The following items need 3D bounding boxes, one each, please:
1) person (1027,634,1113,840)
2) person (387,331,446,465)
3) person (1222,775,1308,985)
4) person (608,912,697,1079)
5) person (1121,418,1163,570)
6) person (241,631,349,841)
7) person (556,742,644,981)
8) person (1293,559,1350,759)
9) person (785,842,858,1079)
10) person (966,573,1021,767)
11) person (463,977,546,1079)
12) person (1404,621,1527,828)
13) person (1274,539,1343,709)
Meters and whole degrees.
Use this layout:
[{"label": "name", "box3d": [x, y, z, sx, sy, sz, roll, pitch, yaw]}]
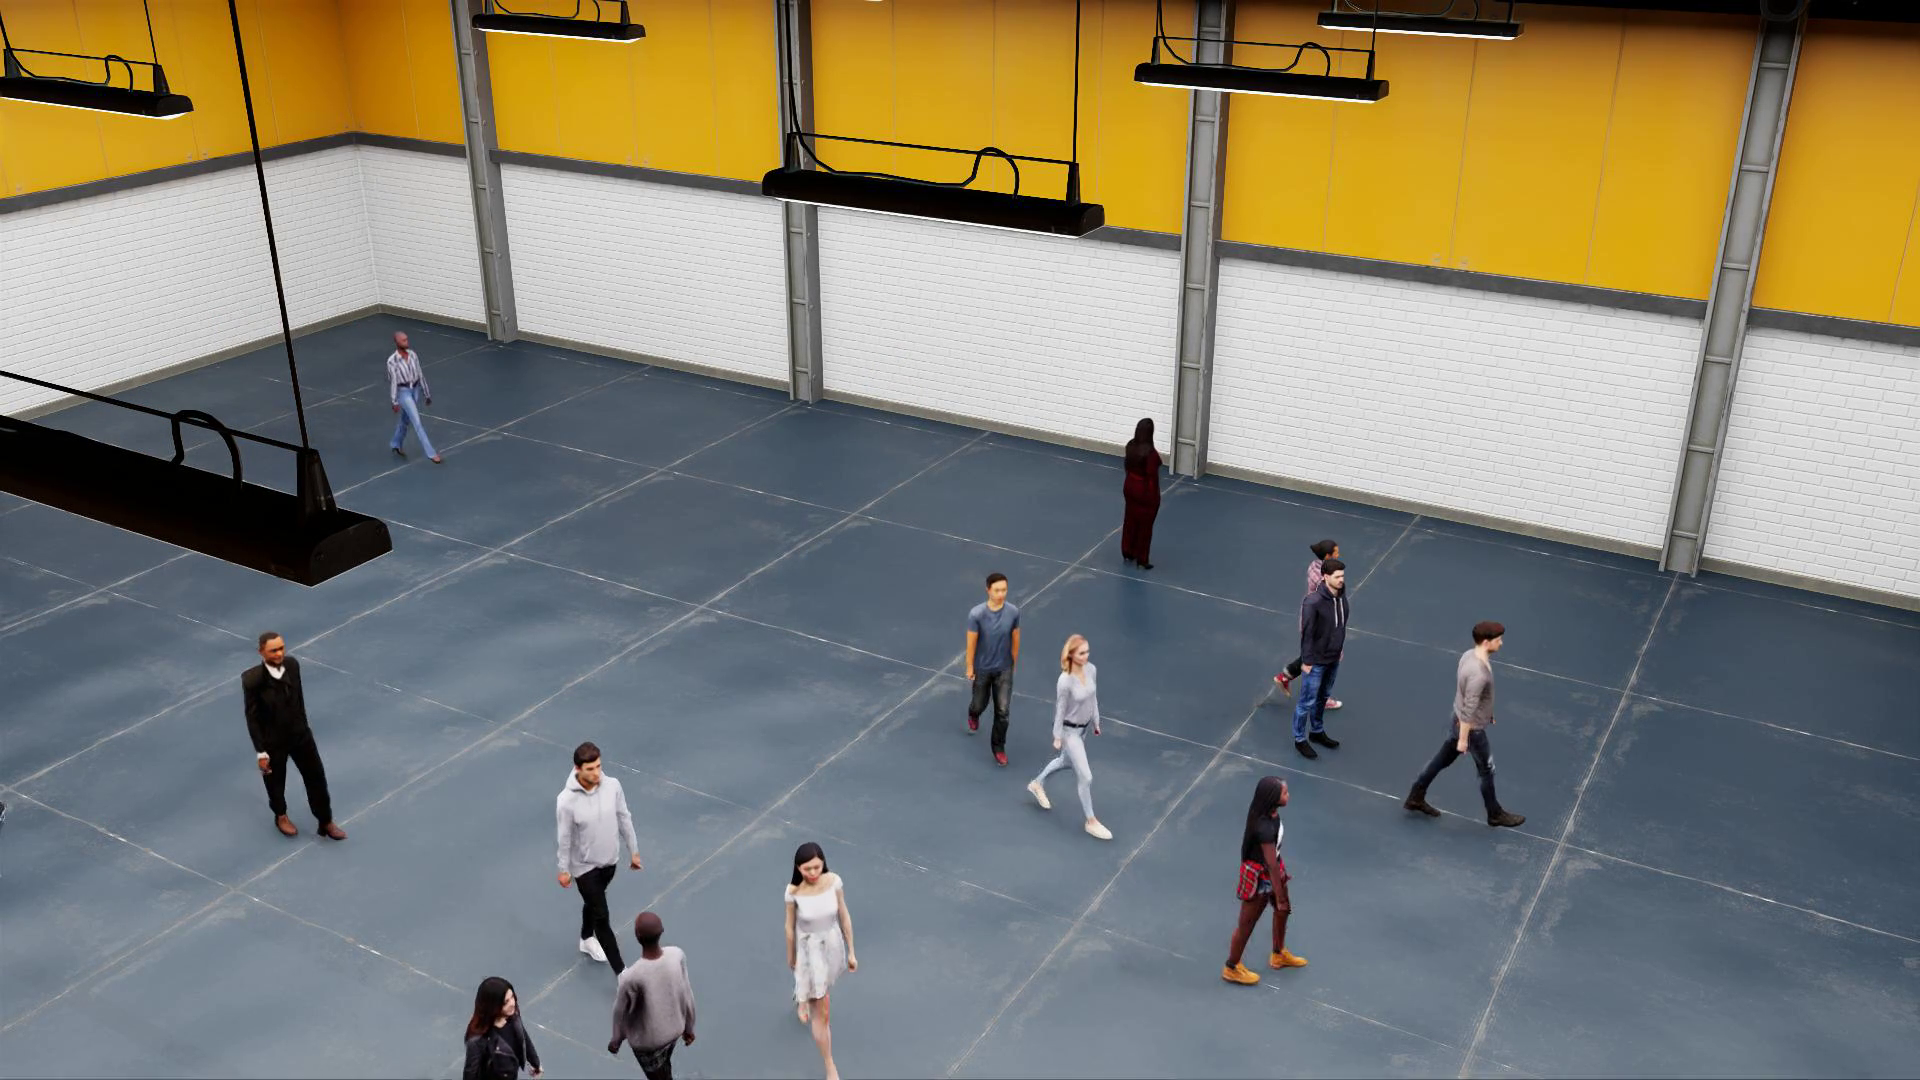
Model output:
[{"label": "person", "box3d": [0.886, 1.574, 13.795, 1.209, 1.760, 0.802, 21, 31, 39]}, {"label": "person", "box3d": [-7.241, -1.836, 21.625, 1.194, 1.738, 0.721, 11, 26, 23]}, {"label": "person", "box3d": [2.054, 2.444, 11.874, 0.933, 1.705, 0.771, 4, 24, 9]}, {"label": "person", "box3d": [-1.806, 3.119, 10.279, 1.049, 1.746, 0.783, 20, 31, 38]}, {"label": "person", "box3d": [2.022, -0.530, 18.612, 0.826, 1.756, 0.710, -15, 28, -30]}, {"label": "person", "box3d": [-5.614, 1.586, 13.624, 1.094, 1.875, 0.854, 21, 31, 39]}, {"label": "person", "box3d": [-2.704, 2.275, 12.030, 1.193, 1.890, 0.880, 21, 31, 39]}, {"label": "person", "box3d": [3.229, 1.022, 14.891, 0.742, 1.894, 0.696, -19, 30, -36]}, {"label": "person", "box3d": [-0.970, 2.748, 11.147, 1.049, 1.730, 1.229, -10, 26, -22]}, {"label": "person", "box3d": [0.257, 1.096, 14.853, 1.031, 1.789, 1.076, -6, 24, -13]}, {"label": "person", "box3d": [-2.862, 3.311, 10.023, 1.101, 1.599, 0.837, 7, 25, 15]}, {"label": "person", "box3d": [4.114, 1.533, 13.765, 1.309, 1.858, 0.981, 4, 24, 9]}, {"label": "person", "box3d": [3.308, 0.797, 15.586, 1.051, 1.749, 0.964, -2, 24, -5]}]
